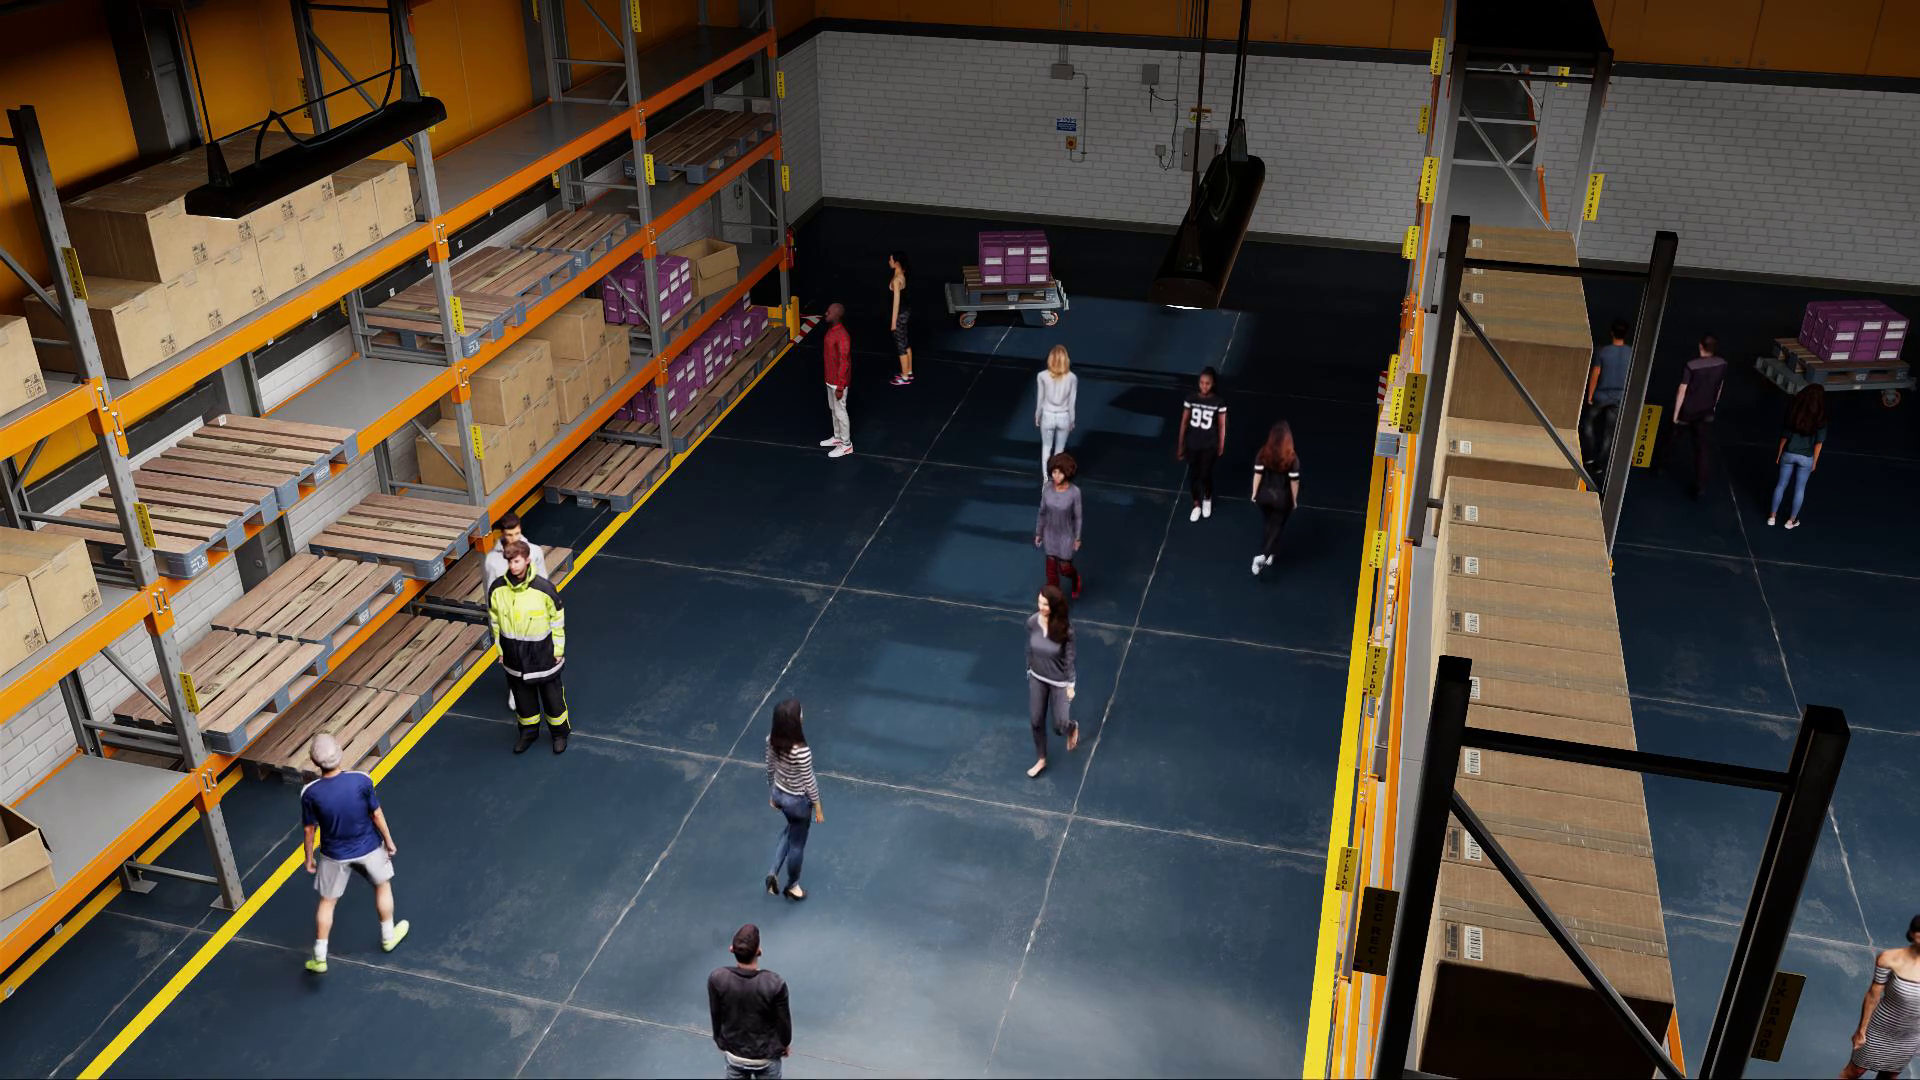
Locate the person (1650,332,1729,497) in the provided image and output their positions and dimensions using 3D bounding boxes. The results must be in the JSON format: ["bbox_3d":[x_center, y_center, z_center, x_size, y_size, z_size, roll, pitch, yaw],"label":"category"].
[{"bbox_3d":[8.056,-1.343,18.148,1.024,1.804,1.320,-3,29,-5],"label":"person"}]

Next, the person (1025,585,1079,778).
[{"bbox_3d":[0.787,1.121,13.686,0.733,1.752,0.892,16,32,26],"label":"person"}]

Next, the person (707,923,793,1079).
[{"bbox_3d":[-1.259,3.069,10.033,0.676,1.830,0.598,3,29,5],"label":"person"}]

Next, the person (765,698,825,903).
[{"bbox_3d":[-1.286,1.967,12.103,0.743,1.782,0.813,25,37,38],"label":"person"}]

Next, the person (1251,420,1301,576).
[{"bbox_3d":[3.128,-0.389,16.592,0.738,1.619,1.027,12,31,21],"label":"person"}]

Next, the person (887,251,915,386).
[{"bbox_3d":[-0.737,-2.798,20.900,0.625,1.722,0.474,6,29,10],"label":"person"}]

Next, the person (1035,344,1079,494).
[{"bbox_3d":[1.031,-1.246,17.990,0.644,1.785,0.860,4,29,8],"label":"person"}]

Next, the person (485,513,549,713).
[{"bbox_3d":[-3.837,0.598,14.467,0.775,1.921,0.834,-15,32,-26],"label":"person"}]

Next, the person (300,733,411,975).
[{"bbox_3d":[-4.319,2.204,11.641,1.070,1.808,1.069,-11,30,-19],"label":"person"}]

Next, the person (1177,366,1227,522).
[{"bbox_3d":[2.581,-1.036,17.674,0.655,1.718,0.676,12,31,20],"label":"person"}]

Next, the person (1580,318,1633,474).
[{"bbox_3d":[7.267,-1.572,18.576,0.724,1.796,0.706,0,29,1],"label":"person"}]

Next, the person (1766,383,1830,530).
[{"bbox_3d":[8.821,-0.889,17.511,0.678,1.617,0.696,18,34,30],"label":"person"}]

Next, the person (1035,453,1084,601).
[{"bbox_3d":[0.992,-0.065,15.912,0.705,1.701,0.801,17,33,28],"label":"person"}]

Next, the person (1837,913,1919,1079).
[{"bbox_3d":[5.676,3.003,10.162,0.611,1.822,0.563,4,29,7],"label":"person"}]

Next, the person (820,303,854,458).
[{"bbox_3d":[-1.406,-1.869,19.095,0.819,1.820,0.720,-10,30,-18],"label":"person"}]

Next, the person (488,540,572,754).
[{"bbox_3d":[-3.581,0.878,13.890,0.823,1.983,0.729,1,29,2],"label":"person"}]
